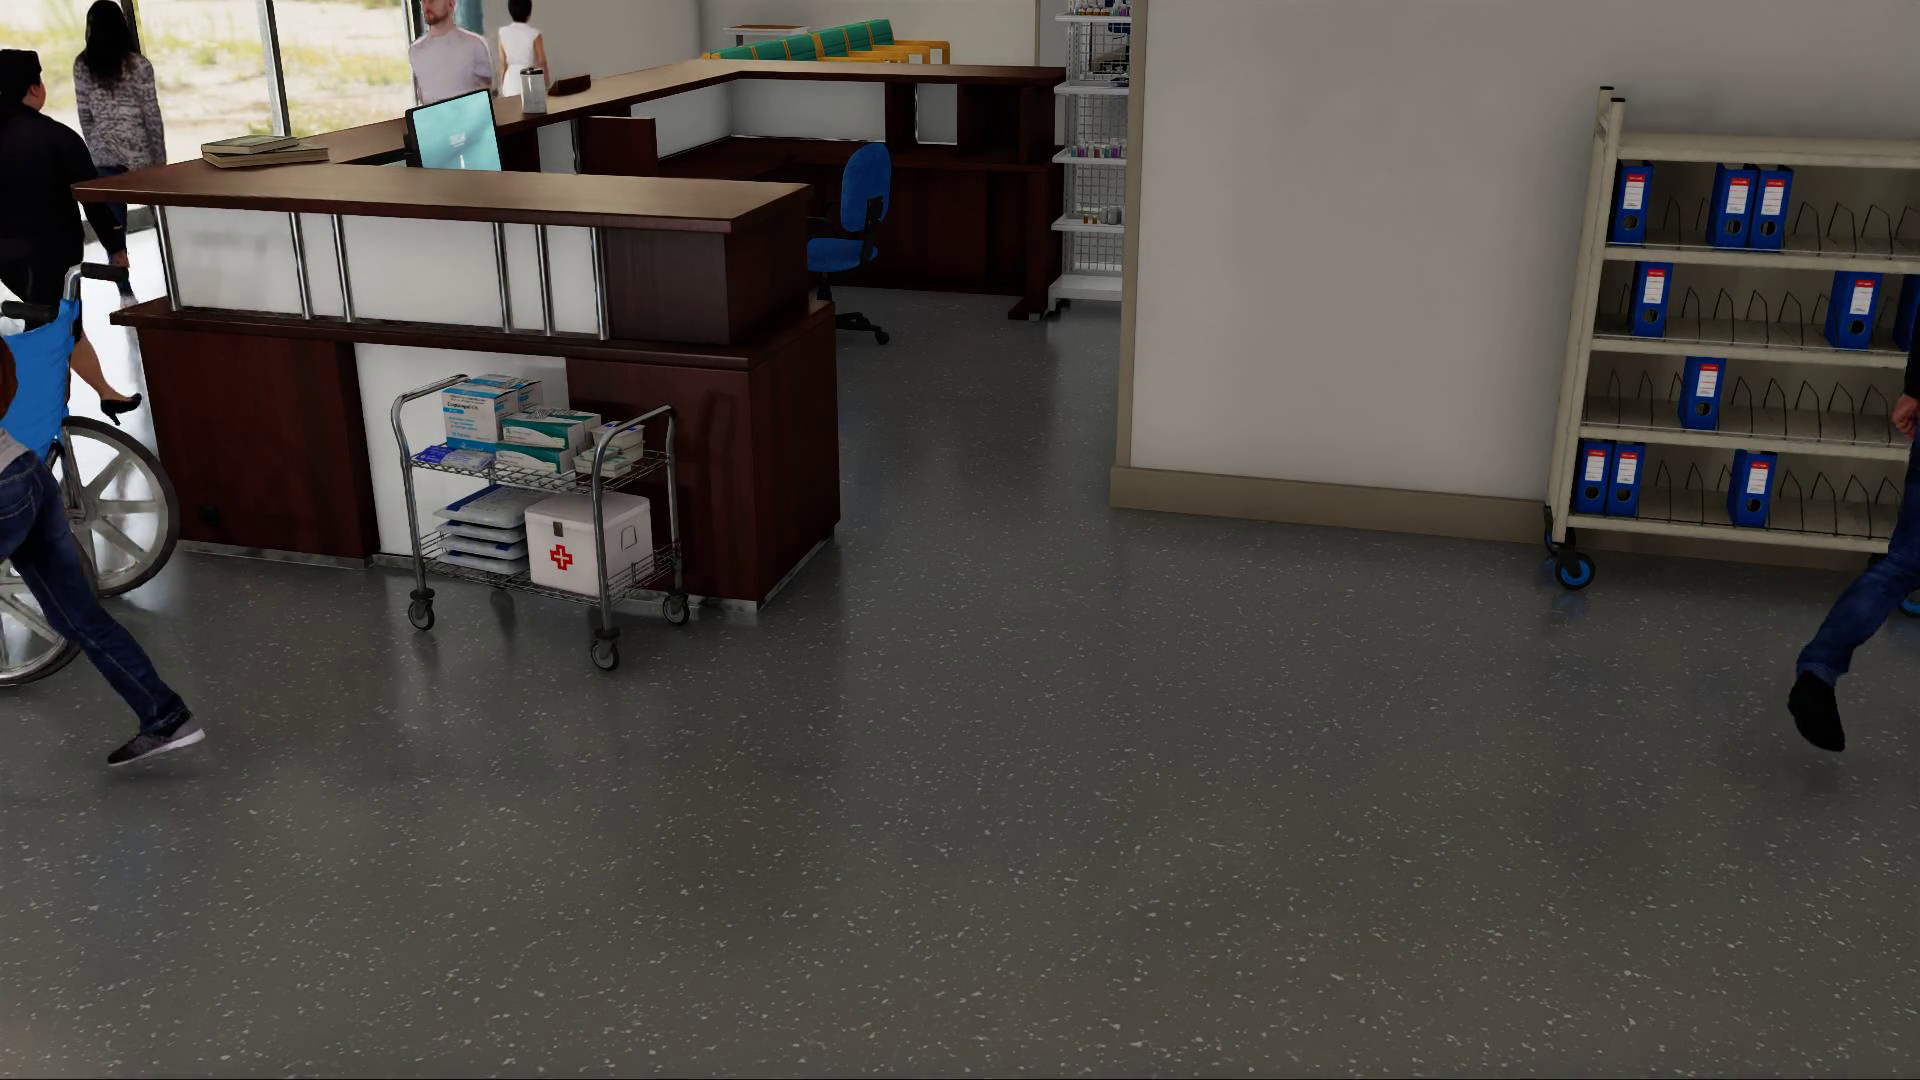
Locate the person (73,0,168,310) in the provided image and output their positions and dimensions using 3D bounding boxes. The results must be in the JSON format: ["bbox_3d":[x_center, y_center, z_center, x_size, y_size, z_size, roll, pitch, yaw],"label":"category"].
[{"bbox_3d":[-4.714,-2.101,9.334,1.187,1.679,1.048,-5,21,-12],"label":"person"}]

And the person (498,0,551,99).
[{"bbox_3d":[-3.623,-3.705,13.760,0.592,1.543,0.683,2,21,5],"label":"person"}]

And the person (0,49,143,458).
[{"bbox_3d":[-3.763,-1.089,6.743,1.025,1.621,0.831,4,21,10],"label":"person"}]

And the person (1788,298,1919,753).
[{"bbox_3d":[2.584,-0.276,4.271,1.248,1.853,1.159,-11,23,-26],"label":"person"}]

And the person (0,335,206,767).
[{"bbox_3d":[-2.365,-0.069,4.195,1.145,1.518,0.753,-1,21,-2],"label":"person"}]

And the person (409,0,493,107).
[{"bbox_3d":[-2.811,-2.254,9.549,0.876,1.812,0.715,6,21,14],"label":"person"}]
